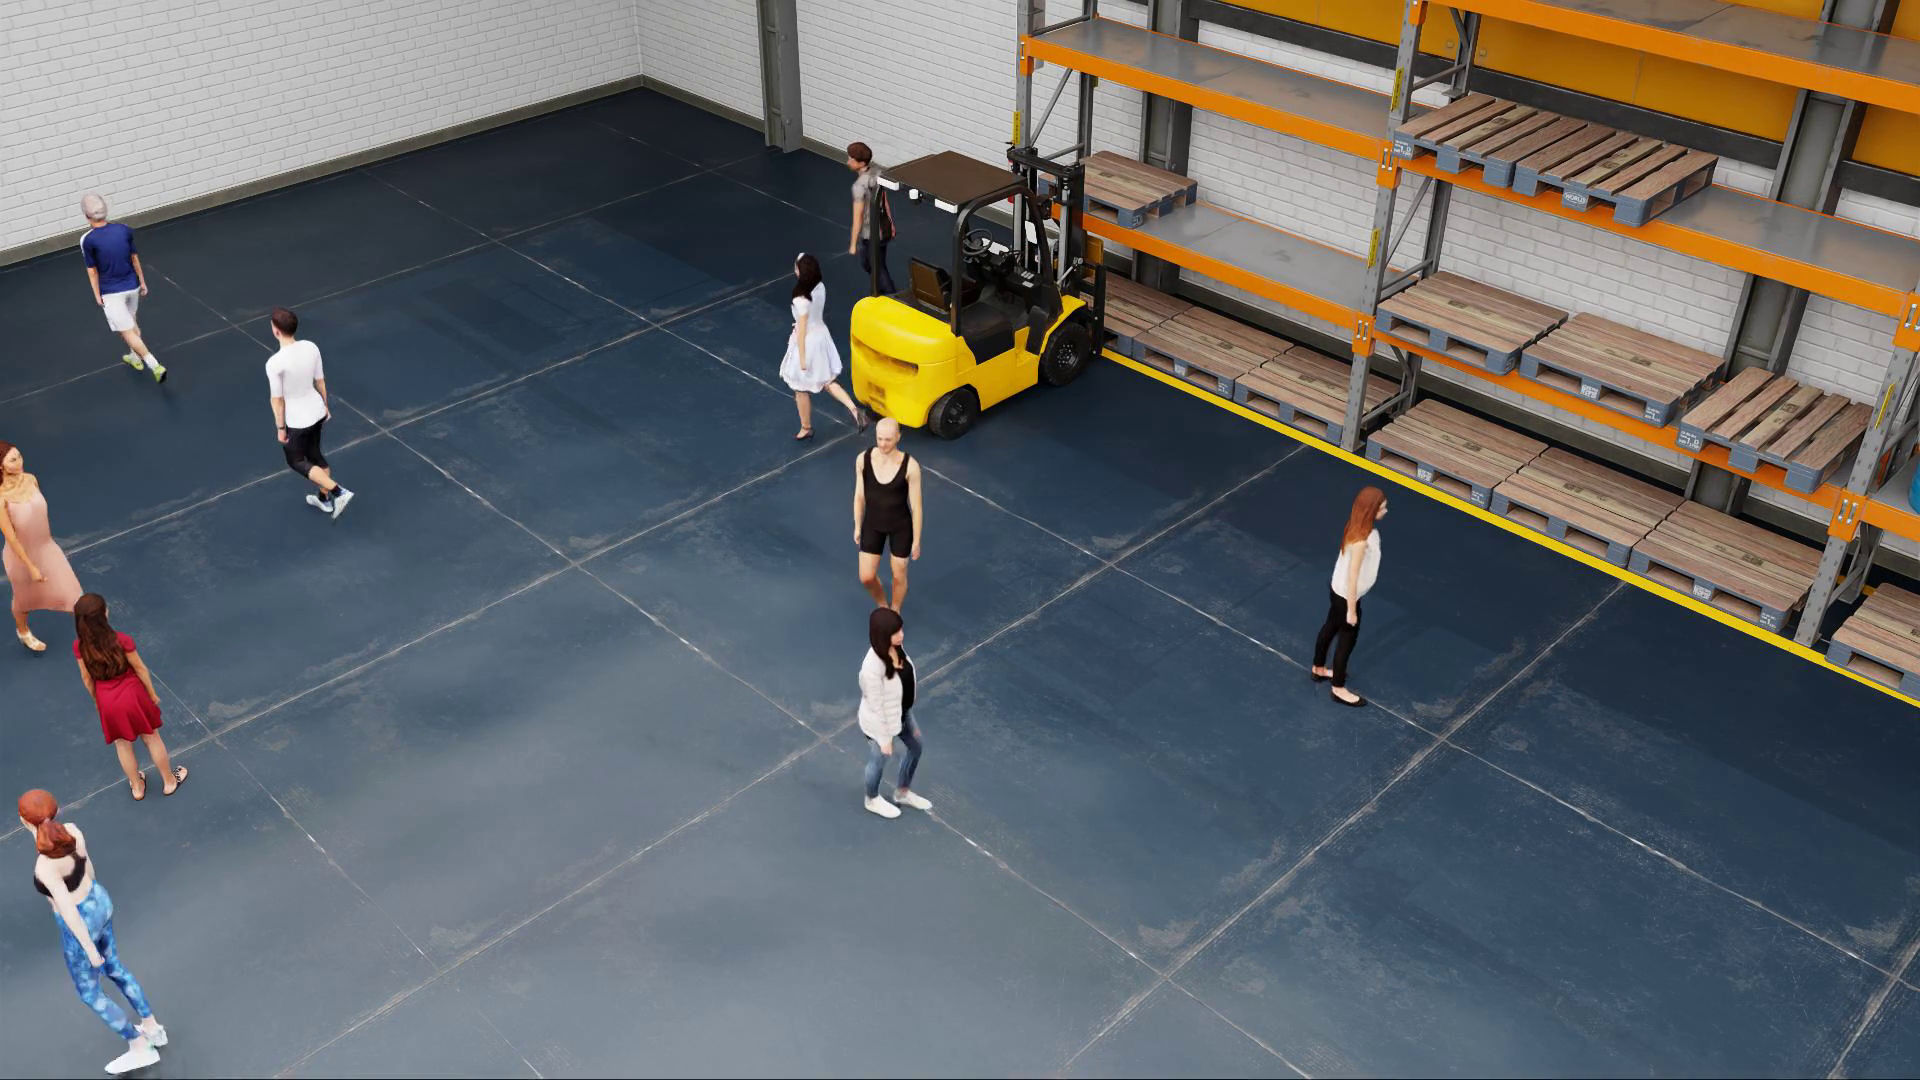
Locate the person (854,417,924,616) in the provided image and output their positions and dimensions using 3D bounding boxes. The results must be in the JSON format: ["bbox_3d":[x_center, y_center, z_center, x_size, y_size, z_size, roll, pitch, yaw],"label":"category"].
[{"bbox_3d":[-0.492,-0.131,12.042,0.745,1.808,0.853,7,34,11],"label":"person"}]

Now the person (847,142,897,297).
[{"bbox_3d":[-0.769,-3.004,16.321,0.880,1.855,0.823,15,36,21],"label":"person"}]

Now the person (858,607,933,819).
[{"bbox_3d":[-0.526,1.073,10.396,0.781,1.624,0.752,13,36,18],"label":"person"}]

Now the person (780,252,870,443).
[{"bbox_3d":[-1.173,-1.581,14.235,1.106,1.795,0.873,13,36,19],"label":"person"}]

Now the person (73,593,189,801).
[{"bbox_3d":[-5.329,0.996,10.577,0.668,1.553,0.728,-7,34,-10],"label":"person"}]

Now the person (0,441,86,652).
[{"bbox_3d":[-6.599,0.119,11.695,1.212,1.776,0.888,12,36,18],"label":"person"}]

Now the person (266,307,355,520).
[{"bbox_3d":[-5.189,-0.968,13.278,0.981,1.833,0.843,16,37,22],"label":"person"}]

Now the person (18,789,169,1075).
[{"bbox_3d":[-4.547,2.076,8.775,0.839,1.749,0.776,-8,35,-12],"label":"person"}]

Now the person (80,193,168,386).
[{"bbox_3d":[-7.668,-2.273,15.261,1.196,1.812,0.782,20,39,28],"label":"person"}]

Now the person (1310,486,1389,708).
[{"bbox_3d":[2.634,0.345,11.408,0.770,1.716,0.711,5,34,7],"label":"person"}]
